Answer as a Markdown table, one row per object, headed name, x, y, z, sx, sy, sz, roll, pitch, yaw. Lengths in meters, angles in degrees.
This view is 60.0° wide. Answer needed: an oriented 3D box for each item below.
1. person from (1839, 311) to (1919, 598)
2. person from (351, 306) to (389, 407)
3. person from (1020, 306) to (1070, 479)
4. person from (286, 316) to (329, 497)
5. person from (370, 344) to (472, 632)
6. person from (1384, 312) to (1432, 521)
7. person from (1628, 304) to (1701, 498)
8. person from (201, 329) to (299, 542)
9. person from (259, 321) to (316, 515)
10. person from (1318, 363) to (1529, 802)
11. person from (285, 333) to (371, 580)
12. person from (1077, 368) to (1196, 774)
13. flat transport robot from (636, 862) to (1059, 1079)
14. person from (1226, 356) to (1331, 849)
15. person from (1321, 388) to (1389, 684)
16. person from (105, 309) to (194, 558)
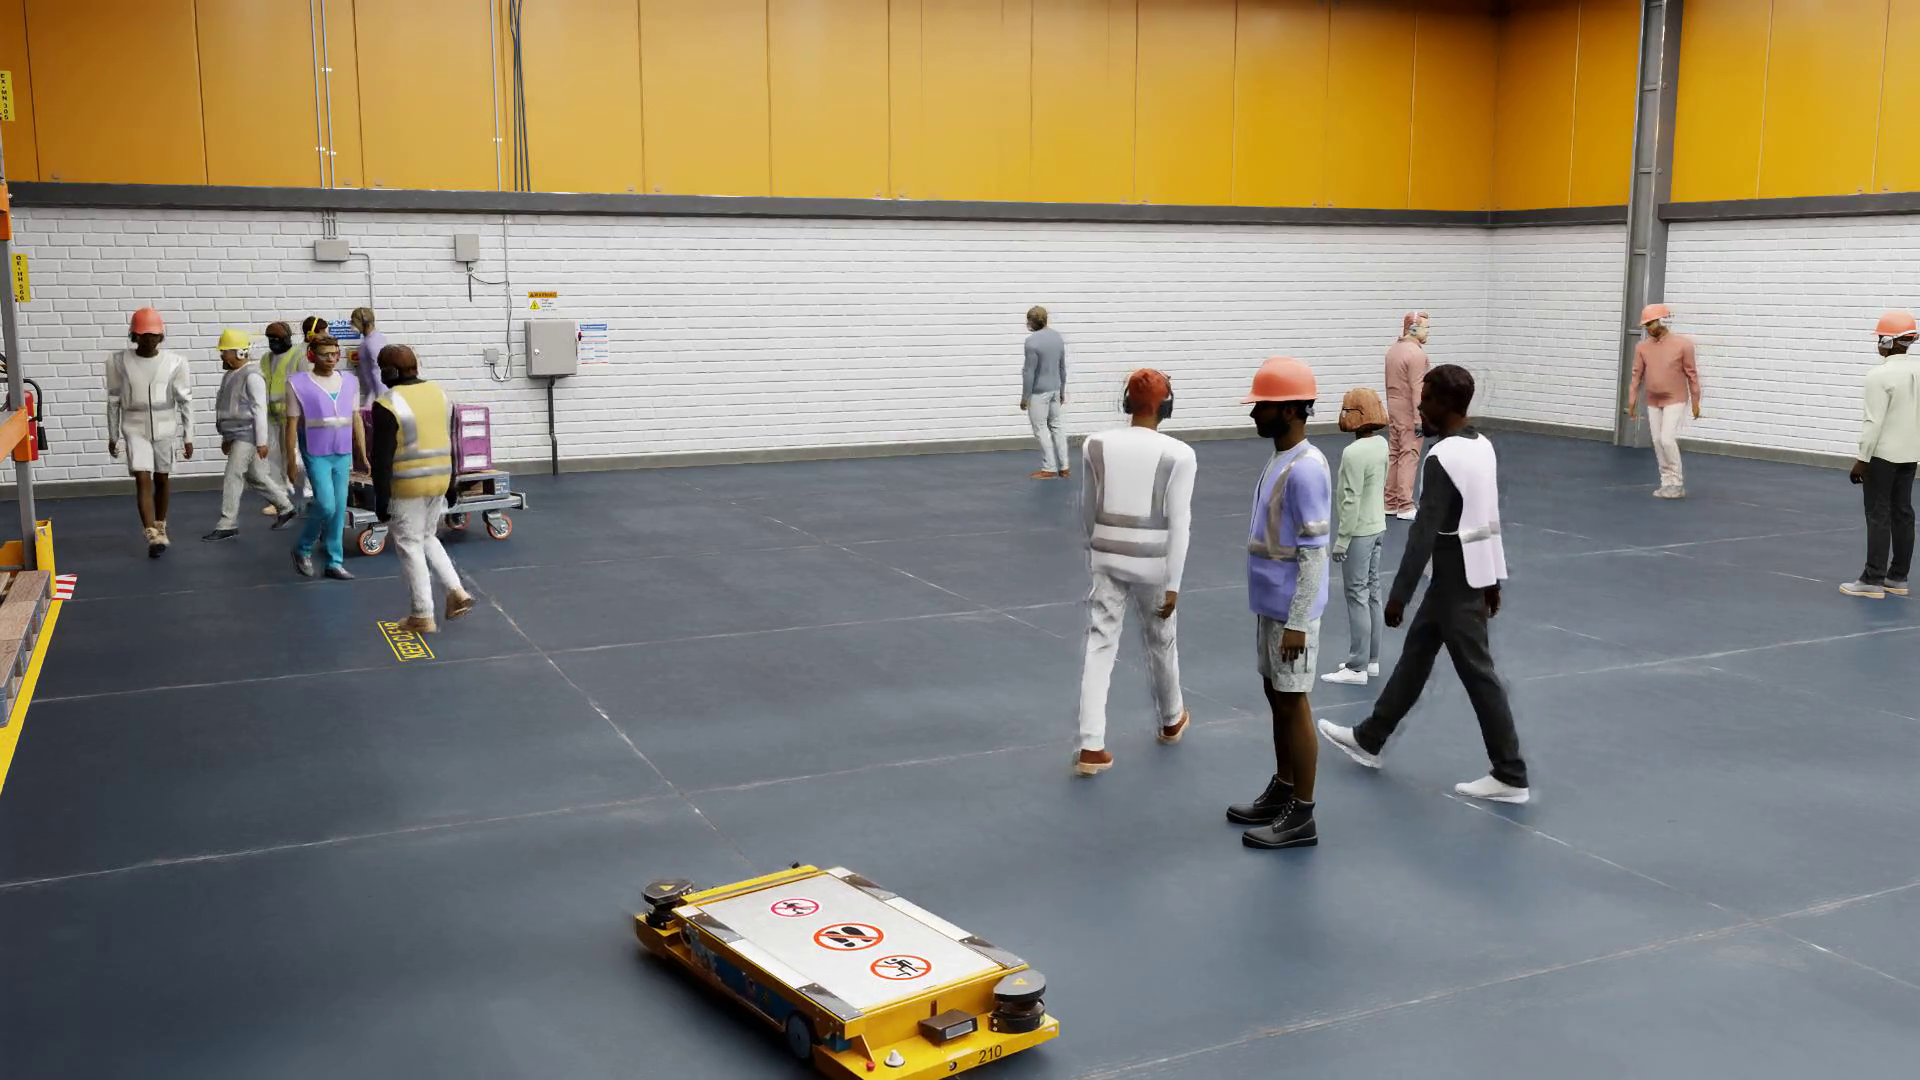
| name | x | y | z | sx | sy | sz | roll | pitch | yaw |
| --- | --- | --- | --- | --- | --- | --- | --- | --- | --- |
| person | 6.460 | -0.590 | 11.586 | 0.611 | 1.996 | 0.379 | -4 | 10 | -25 |
| person | -6.144 | -1.507 | 17.543 | 0.441 | 1.914 | 0.655 | -2 | 9 | -14 |
| person | 0.939 | -1.598 | 18.153 | 0.349 | 1.907 | 0.739 | 7 | 12 | 38 |
| person | -6.539 | -1.318 | 16.606 | 0.566 | 1.831 | 0.478 | 5 | 11 | 29 |
| person | -3.420 | -0.312 | 10.398 | 0.434 | 1.822 | 0.642 | 4 | 10 | 25 |
| person | 4.131 | -1.134 | 15.241 | 0.402 | 1.904 | 0.652 | -1 | 9 | -8 |
| person | 7.032 | -1.381 | 16.628 | 0.614 | 1.946 | 0.638 | -6 | 11 | -33 |
| person | -6.107 | -0.913 | 14.265 | 0.911 | 1.793 | 0.598 | -8 | 12 | -42 |
| person | -6.238 | -1.141 | 15.565 | 0.676 | 1.815 | 0.589 | 4 | 10 | 23 |
| person | 2.055 | 0.172 | 7.257 | 1.026 | 1.863 | 0.619 | 6 | 11 | 31 |
| person | -4.635 | -0.600 | 12.191 | 0.452 | 1.824 | 0.561 | 6 | 11 | 33 |
| person | 0.809 | 0.125 | 7.693 | 0.579 | 1.830 | 1.018 | 4 | 10 | 23 |
| flat transport robot | -0.399 | 1.302 | 5.183 | 0.652 | 0.197 | 1.431 | -7 | 11 | -36 |
| person | 1.260 | 0.247 | 6.567 | 0.360 | 1.936 | 0.552 | 0 | 9 | -1 |
| person | 2.199 | -0.021 | 9.177 | 0.285 | 1.633 | 0.500 | 6 | 11 | 32 |
| person | -6.475 | -0.860 | 13.340 | 0.613 | 1.962 | 1.119 | -6 | 11 | -32 |
